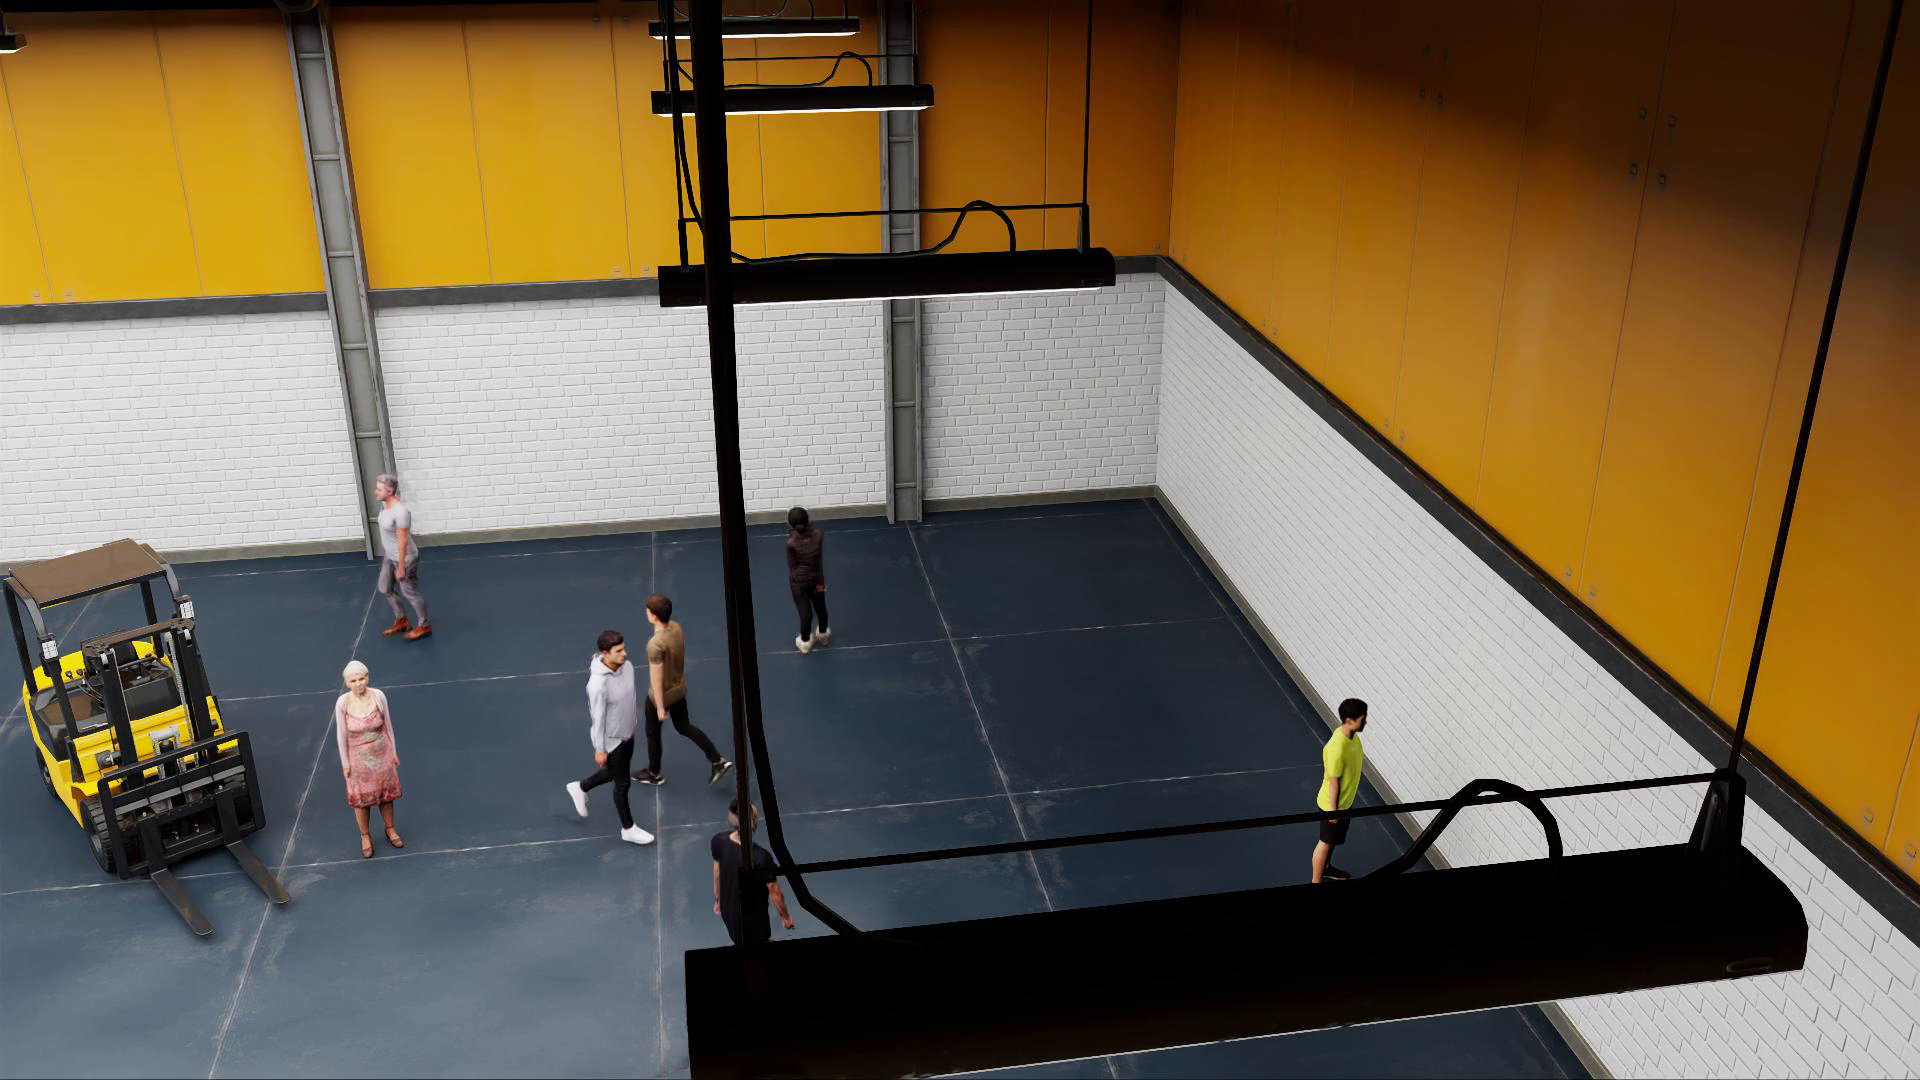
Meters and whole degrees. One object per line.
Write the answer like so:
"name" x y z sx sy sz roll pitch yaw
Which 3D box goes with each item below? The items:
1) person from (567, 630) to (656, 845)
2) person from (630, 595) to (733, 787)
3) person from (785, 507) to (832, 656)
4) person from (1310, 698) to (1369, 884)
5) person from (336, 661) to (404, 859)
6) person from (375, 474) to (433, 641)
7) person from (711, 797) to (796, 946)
"person" -2.892 1.578 13.484 1.225 1.900 1.064 10 25 21
"person" -2.407 1.321 14.165 1.272 1.825 1.055 8 25 18
"person" -1.514 0.386 16.555 0.853 1.624 0.831 15 28 31
"person" 2.898 1.971 12.829 0.708 1.705 0.691 10 26 22
"person" -4.763 1.737 13.382 0.627 1.691 0.735 -14 27 -29
"person" -5.569 0.155 16.848 0.865 1.812 0.856 -16 28 -32
"person" -1.495 2.562 11.295 0.856 1.849 0.908 22 32 40
